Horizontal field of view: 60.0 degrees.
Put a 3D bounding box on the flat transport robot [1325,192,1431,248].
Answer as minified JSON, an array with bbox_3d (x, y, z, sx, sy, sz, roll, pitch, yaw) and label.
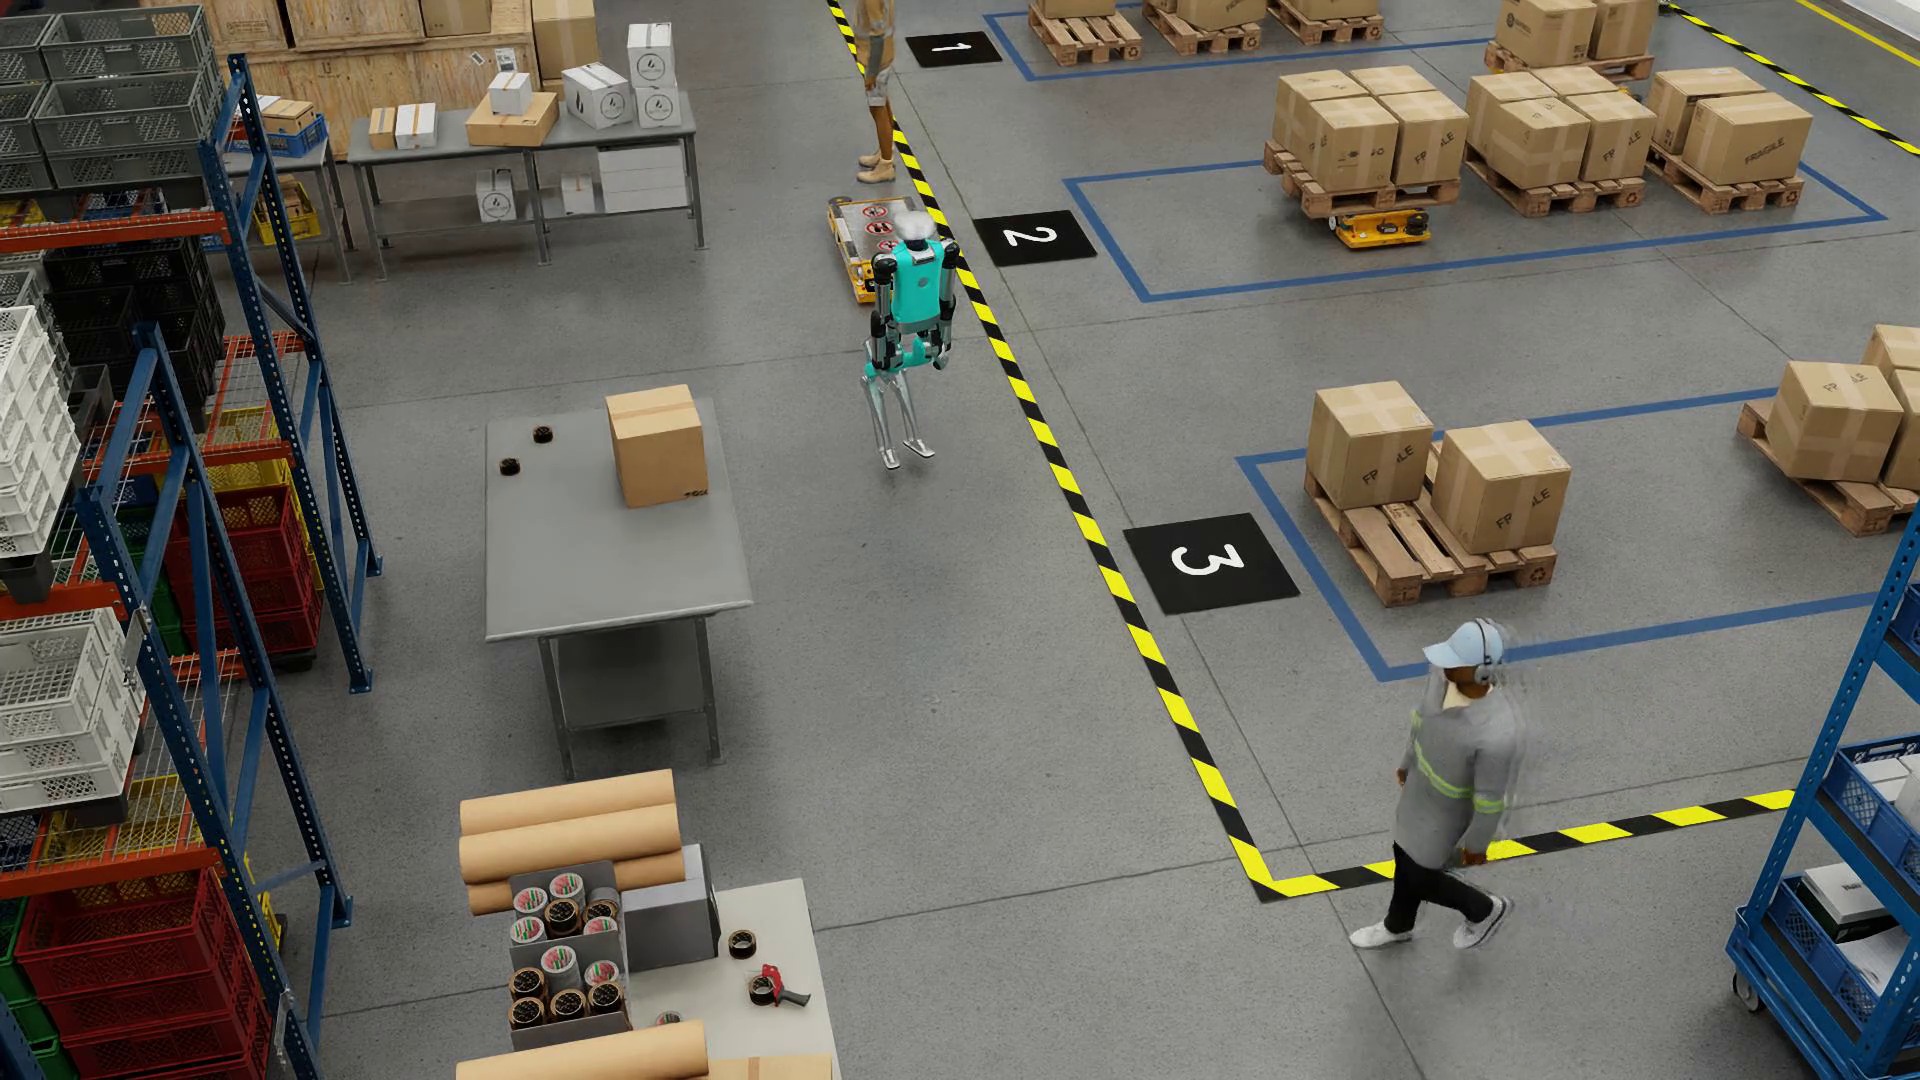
[{"bbox_3d":[3.134,-2.740,13.213,0.652,0.197,1.431,-8,37,-10],"label":"flat transport robot"}]

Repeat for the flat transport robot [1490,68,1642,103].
[{"bbox_3d":[5.499,-4.140,15.094,0.652,0.197,1.431,-10,38,-14],"label":"flat transport robot"}]

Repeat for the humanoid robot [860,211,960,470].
[{"bbox_3d":[-0.369,-1.246,9.886,0.533,1.677,0.735,-18,40,-22],"label":"humanoid robot"}]

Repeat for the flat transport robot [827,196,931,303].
[{"bbox_3d":[-0.570,-2.220,12.538,0.659,0.231,1.431,-8,37,-10],"label":"flat transport robot"}]

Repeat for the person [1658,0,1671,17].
[{"bbox_3d":[7.328,-6.269,16.698,0.600,1.797,0.895,8,37,11],"label":"person"}]

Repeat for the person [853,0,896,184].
[{"bbox_3d":[-0.706,-3.848,13.242,0.383,2.039,0.613,1,37,2],"label":"person"}]

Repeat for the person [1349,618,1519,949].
[{"bbox_3d":[2.017,1.046,6.835,0.529,1.836,0.593,-5,37,-7],"label":"person"}]
